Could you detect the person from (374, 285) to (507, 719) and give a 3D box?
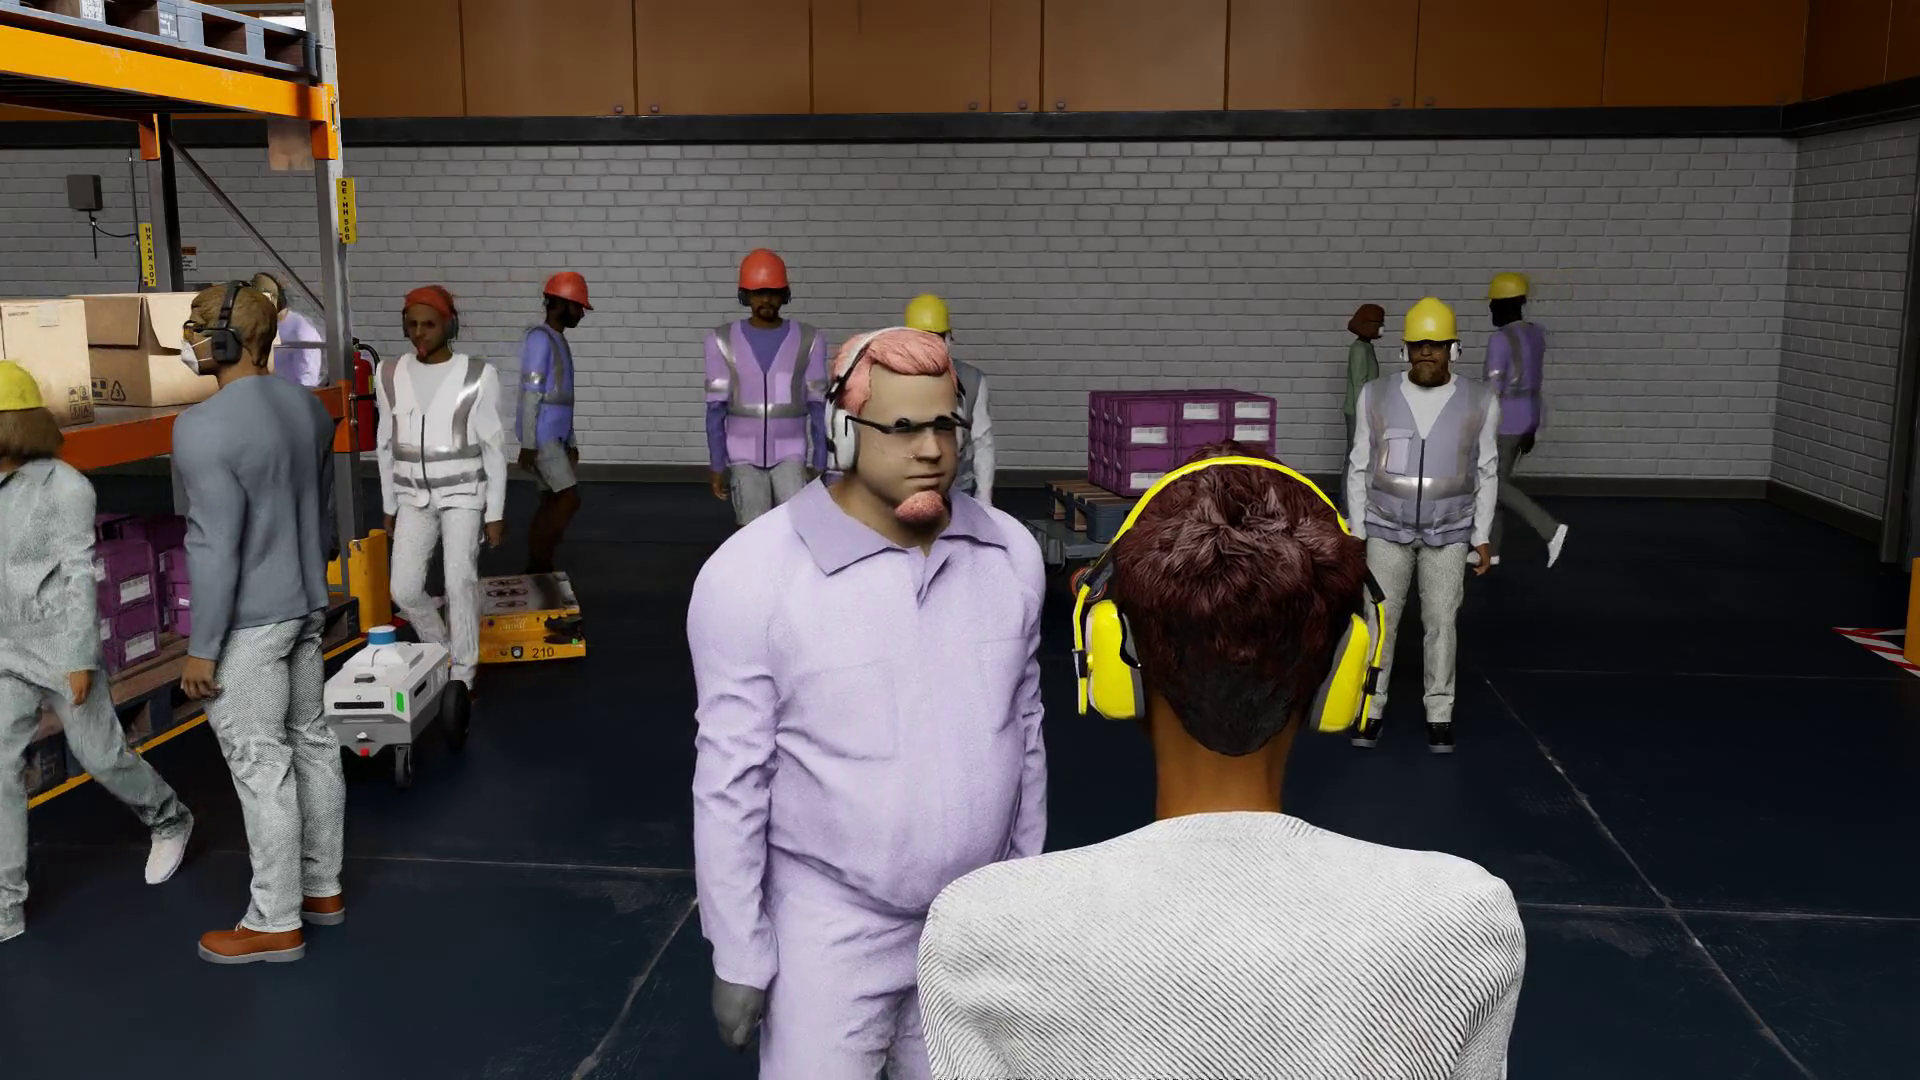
[{"bbox_3d":[-2.224,-0.148,7.125,0.597,1.871,0.417,1,10,7],"label":"person"}]

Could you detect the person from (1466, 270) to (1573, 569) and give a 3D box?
[{"bbox_3d":[3.510,-0.737,10.445,0.729,1.904,0.586,9,14,43],"label":"person"}]

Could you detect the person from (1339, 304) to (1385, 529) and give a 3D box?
[{"bbox_3d":[2.928,-0.897,12.117,0.270,1.631,0.507,3,10,17],"label":"person"}]

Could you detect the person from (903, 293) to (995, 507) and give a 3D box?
[{"bbox_3d":[-0.146,-0.213,7.636,0.606,1.830,0.404,-1,10,-5],"label":"person"}]

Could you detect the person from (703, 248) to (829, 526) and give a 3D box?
[{"bbox_3d":[-0.944,-0.403,8.168,0.604,2.023,0.510,-1,10,-4],"label":"person"}]

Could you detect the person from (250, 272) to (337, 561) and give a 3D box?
[{"bbox_3d":[-4.268,-0.704,10.300,0.697,1.878,0.959,5,11,26],"label":"person"}]

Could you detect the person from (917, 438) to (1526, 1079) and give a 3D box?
[{"bbox_3d":[0.206,0.850,1.452,0.536,1.864,0.314,-1,10,-6],"label":"person"}]

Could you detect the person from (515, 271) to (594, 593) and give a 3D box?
[{"bbox_3d":[-2.347,-0.591,9.606,0.501,1.894,0.622,-1,10,-4],"label":"person"}]

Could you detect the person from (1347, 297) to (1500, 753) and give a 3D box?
[{"bbox_3d":[1.851,-0.053,6.703,0.587,1.835,0.404,3,10,16],"label":"person"}]

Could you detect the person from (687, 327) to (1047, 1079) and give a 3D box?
[{"bbox_3d":[-0.104,0.611,2.702,0.651,1.904,0.403,-6,12,-31],"label":"person"}]

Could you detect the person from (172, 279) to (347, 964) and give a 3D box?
[{"bbox_3d":[-2.005,0.235,4.756,0.368,1.940,0.633,1,10,8],"label":"person"}]

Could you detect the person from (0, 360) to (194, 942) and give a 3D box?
[{"bbox_3d":[-2.704,0.308,4.992,0.492,1.718,0.814,3,10,15],"label":"person"}]

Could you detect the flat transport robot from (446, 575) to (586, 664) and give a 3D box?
[{"bbox_3d":[-2.346,0.383,8.682,0.652,0.197,1.431,-3,10,-17],"label":"flat transport robot"}]

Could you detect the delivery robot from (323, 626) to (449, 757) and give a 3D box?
[{"bbox_3d":[-2.238,0.579,6.477,0.477,0.478,0.707,-1,10,-4],"label":"delivery robot"}]
